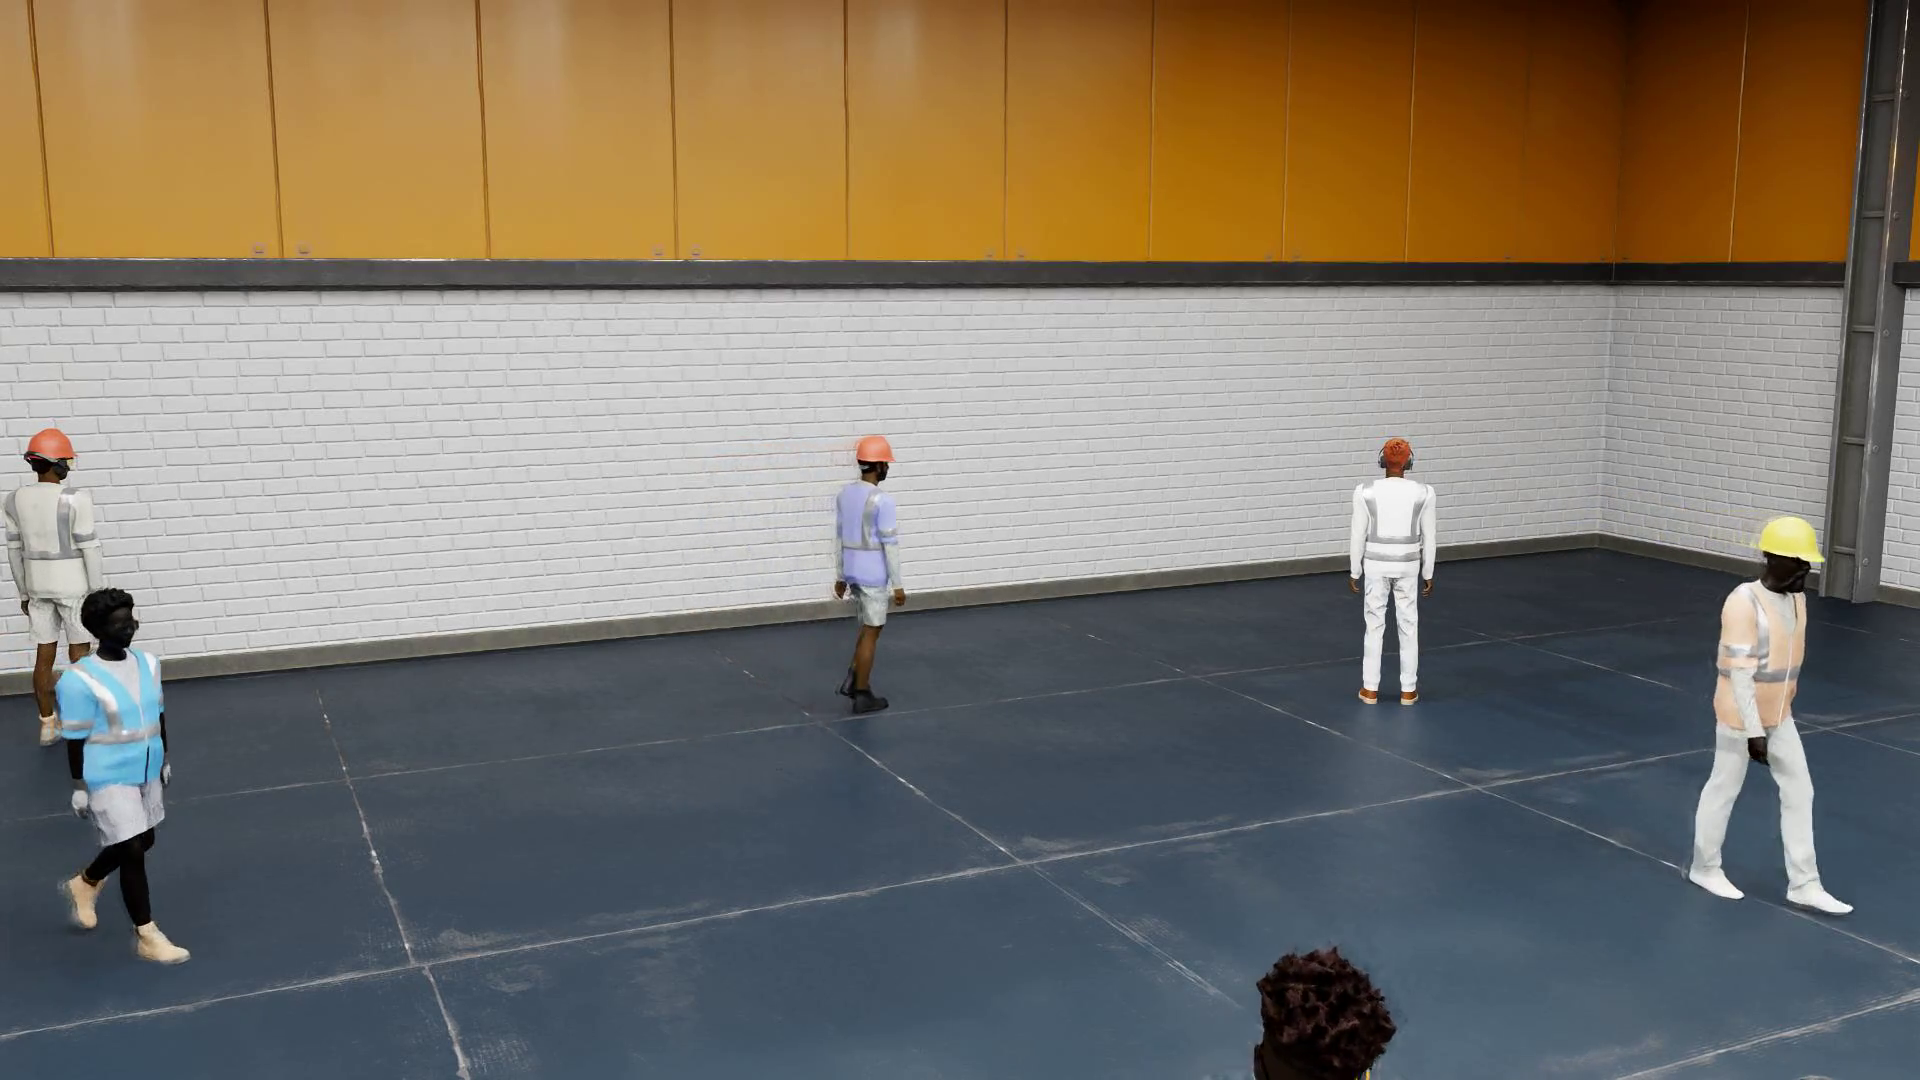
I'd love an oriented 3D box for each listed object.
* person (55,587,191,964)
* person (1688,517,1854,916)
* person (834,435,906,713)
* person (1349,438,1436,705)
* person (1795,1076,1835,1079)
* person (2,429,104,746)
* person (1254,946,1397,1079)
[{"bbox_3d":[-3.765,1.024,7.363,0.727,1.674,0.538,3,10,18],"label":"person"},{"bbox_3d":[3.865,0.840,7.838,0.594,1.889,0.864,-5,10,-29],"label":"person"},{"bbox_3d":[-0.607,0.239,11.434,0.420,1.920,0.558,-7,11,-36],"label":"person"},{"bbox_3d":[3.030,0.222,11.672,0.583,1.882,0.338,2,9,9],"label":"person"},{"bbox_3d":[1.161,1.697,2.368,0.630,1.936,0.369,7,12,37],"label":"person"},{"bbox_3d":[-5.752,0.309,10.647,0.607,2.044,0.375,1,9,6],"label":"person"},{"bbox_3d":[0.547,1.625,2.891,0.618,1.903,0.963,7,12,38],"label":"person"}]
